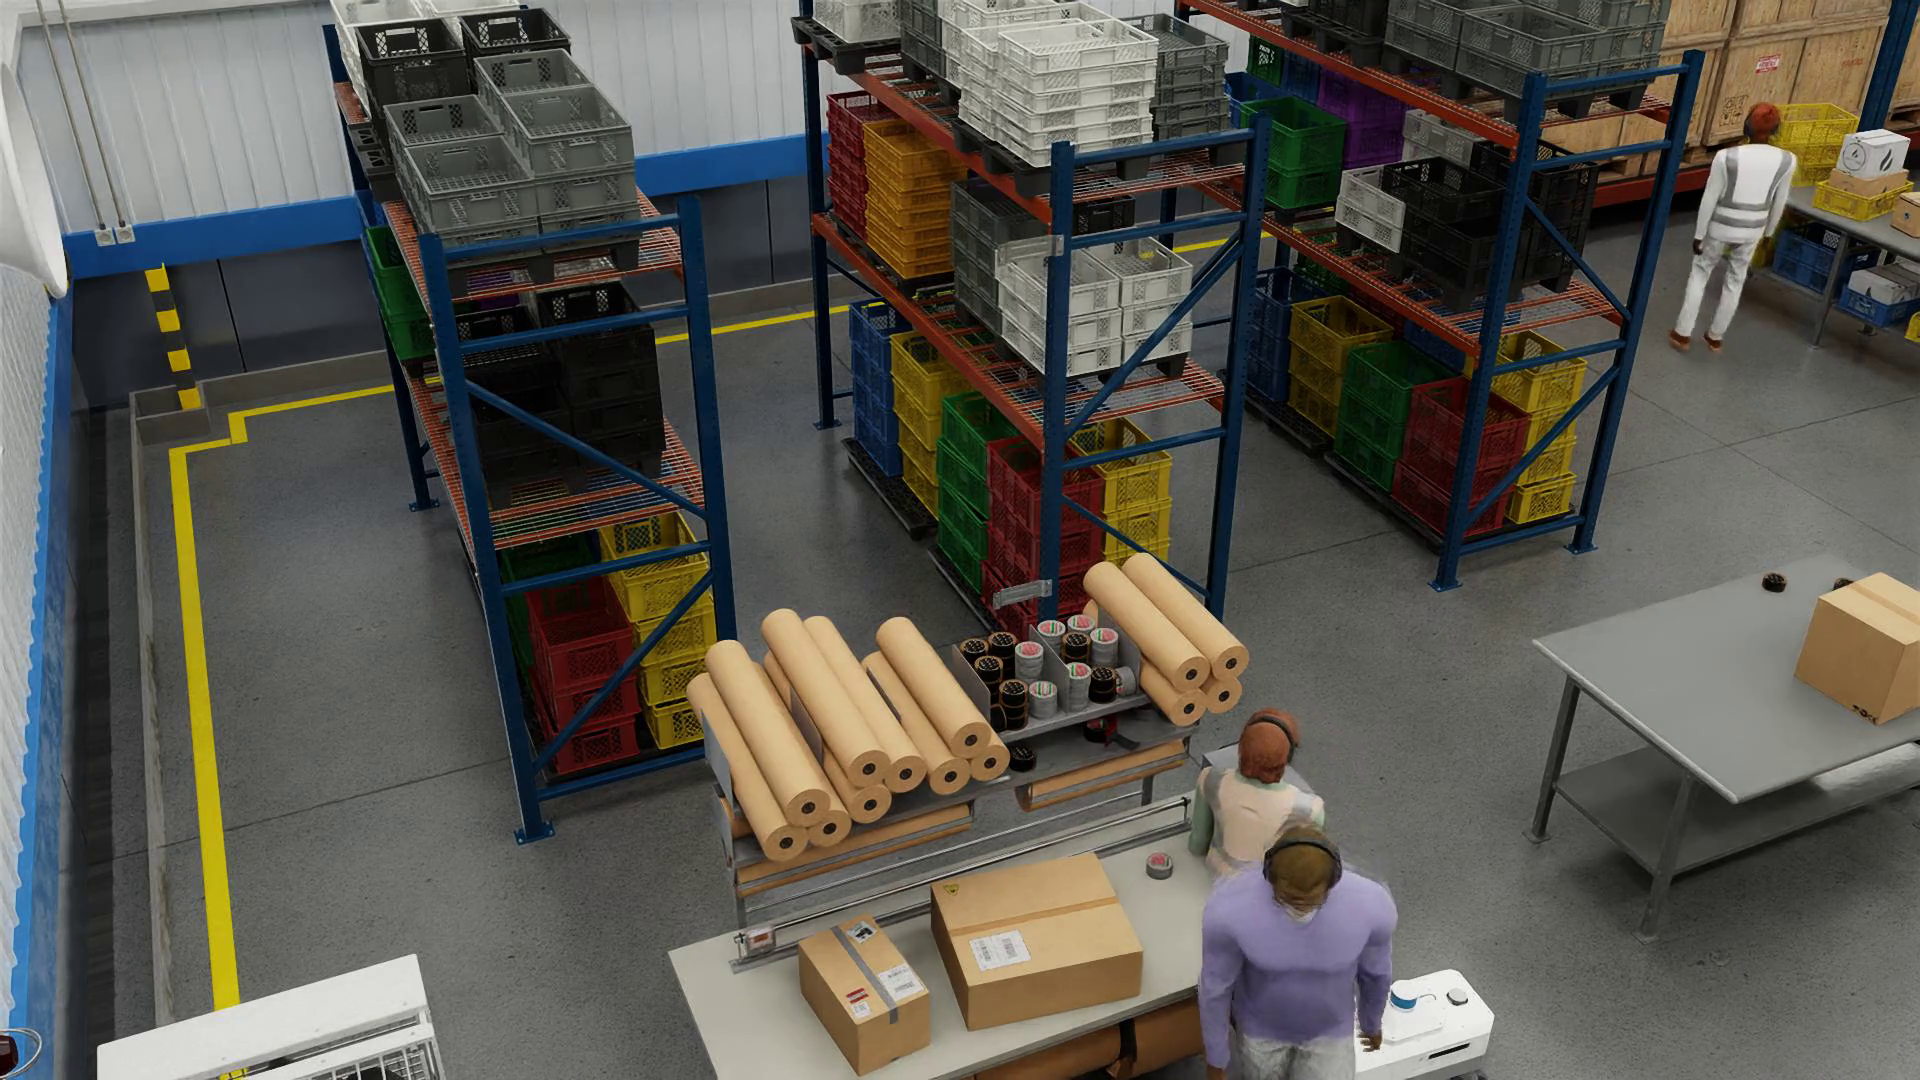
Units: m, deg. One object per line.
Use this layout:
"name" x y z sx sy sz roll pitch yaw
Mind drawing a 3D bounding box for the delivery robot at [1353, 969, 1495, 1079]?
"delivery robot" 1.701 1.919 6.473 0.707 0.478 0.477 -11 33 -17

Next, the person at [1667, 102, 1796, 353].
"person" 5.621 -2.243 12.067 0.592 1.884 0.416 5 32 9

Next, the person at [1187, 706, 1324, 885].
"person" 1.112 1.362 6.448 0.514 1.631 0.320 14 34 22

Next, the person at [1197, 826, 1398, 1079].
"person" 1.107 1.712 5.610 0.648 1.907 0.724 5 32 8
